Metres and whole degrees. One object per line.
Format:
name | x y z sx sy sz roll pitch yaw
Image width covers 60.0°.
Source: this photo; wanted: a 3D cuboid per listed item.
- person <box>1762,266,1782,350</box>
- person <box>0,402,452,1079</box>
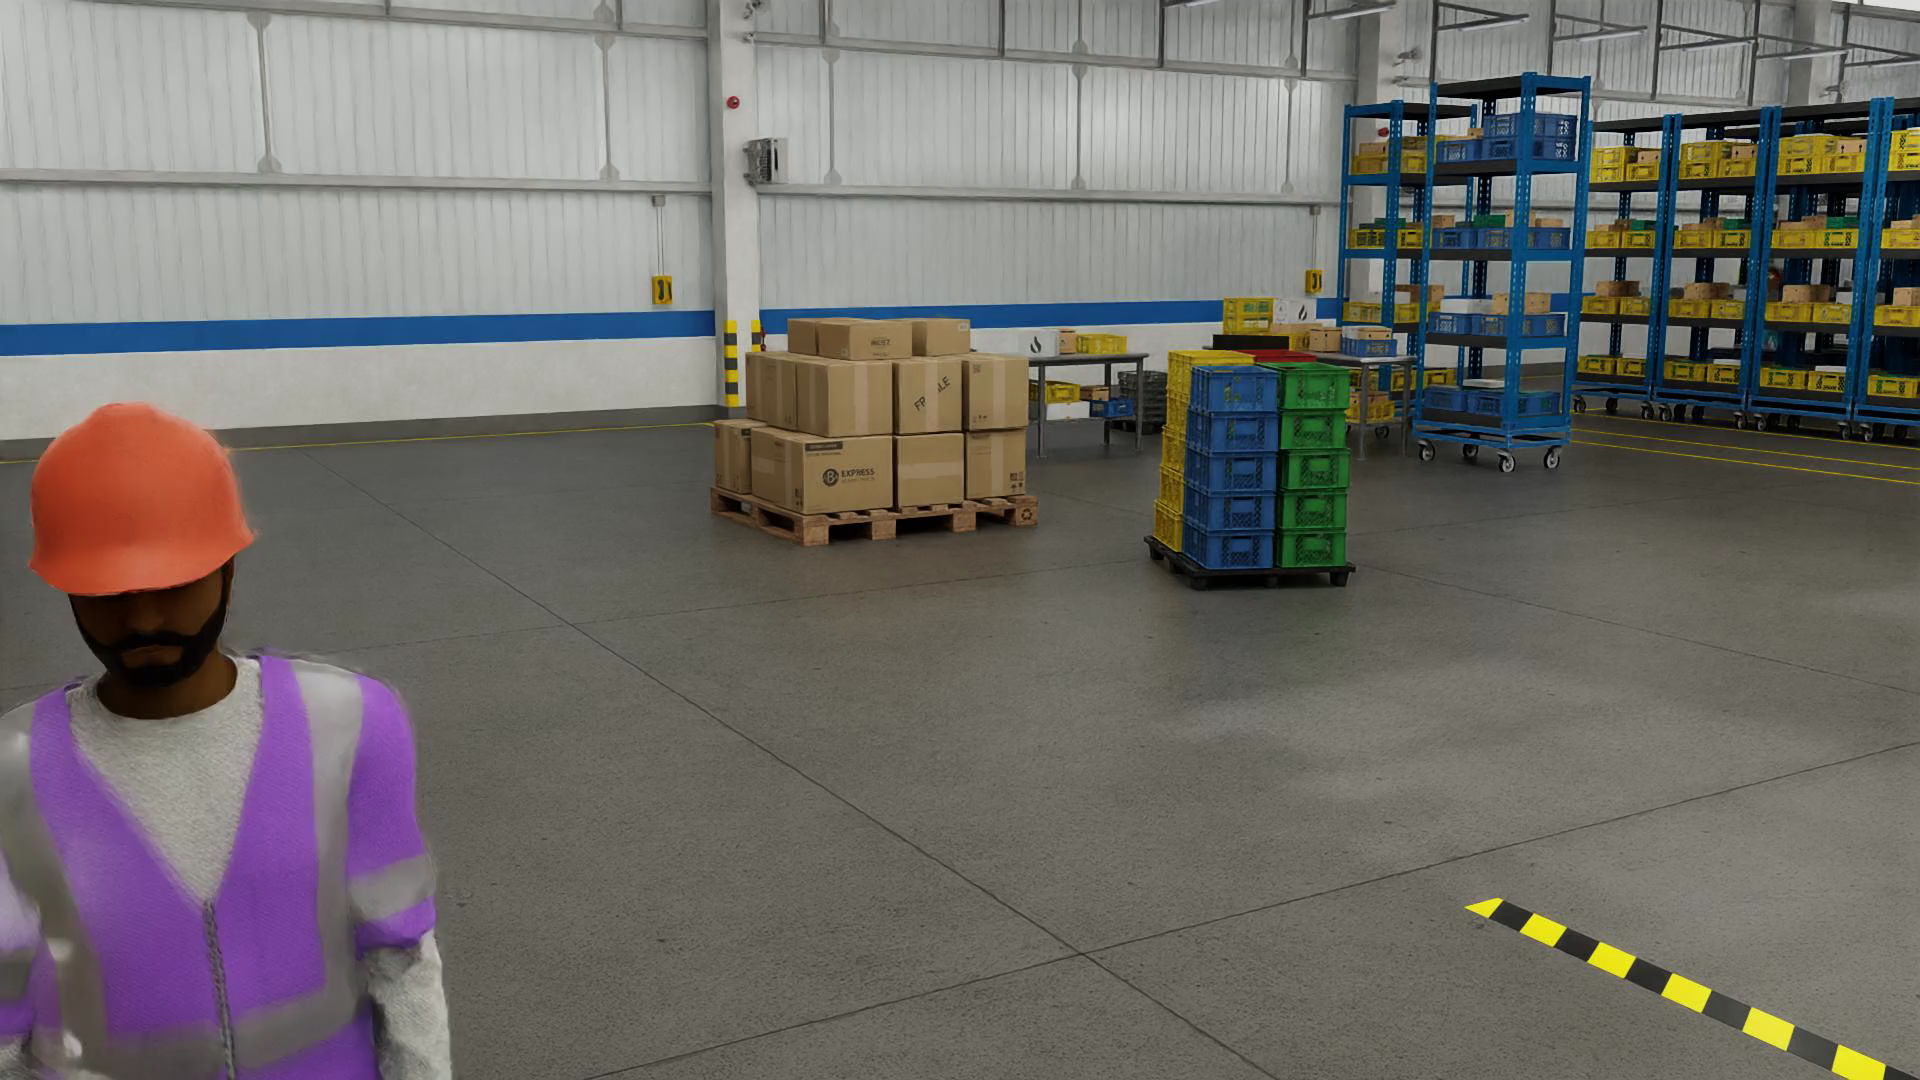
person | 11.827 -3.082 24.197 0.958 1.802 0.564 -8 13 -40
person | -0.949 0.762 2.120 0.542 1.909 0.926 -6 12 -31
